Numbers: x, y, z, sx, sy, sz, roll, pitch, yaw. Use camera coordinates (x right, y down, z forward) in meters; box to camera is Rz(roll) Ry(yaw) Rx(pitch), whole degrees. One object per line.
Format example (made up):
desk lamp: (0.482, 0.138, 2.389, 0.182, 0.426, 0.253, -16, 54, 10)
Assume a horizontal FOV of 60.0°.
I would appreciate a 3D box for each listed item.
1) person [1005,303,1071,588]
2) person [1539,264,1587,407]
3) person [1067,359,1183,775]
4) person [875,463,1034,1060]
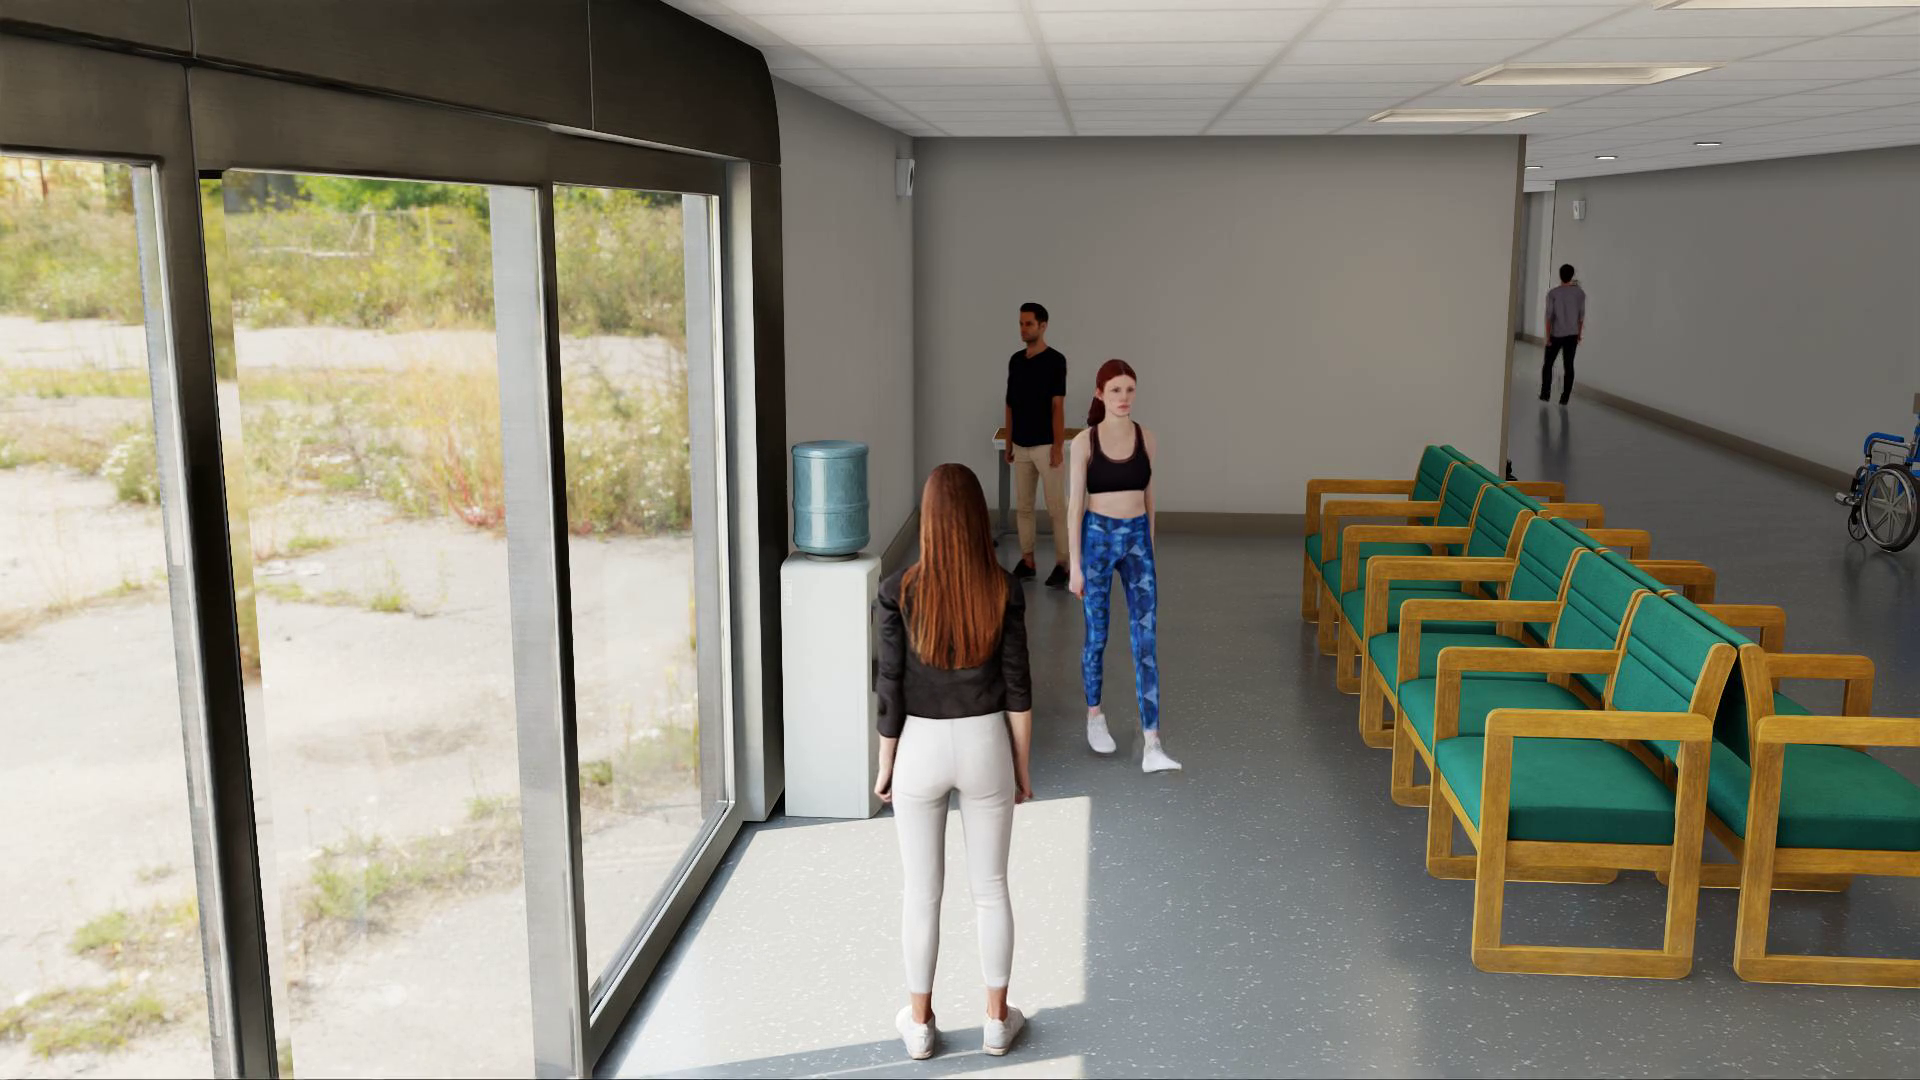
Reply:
person: (0.520, -0.623, 10.884, 0.678, 1.848, 0.778, 9, 14, 38)
person: (7.865, -2.642, 21.604, 0.889, 1.818, 0.765, 2, 11, 10)
person: (0.641, 0.111, 7.272, 1.087, 1.752, 0.909, -3, 11, -15)
person: (-0.017, 0.623, 4.700, 0.492, 1.706, 0.689, 0, 11, -2)
